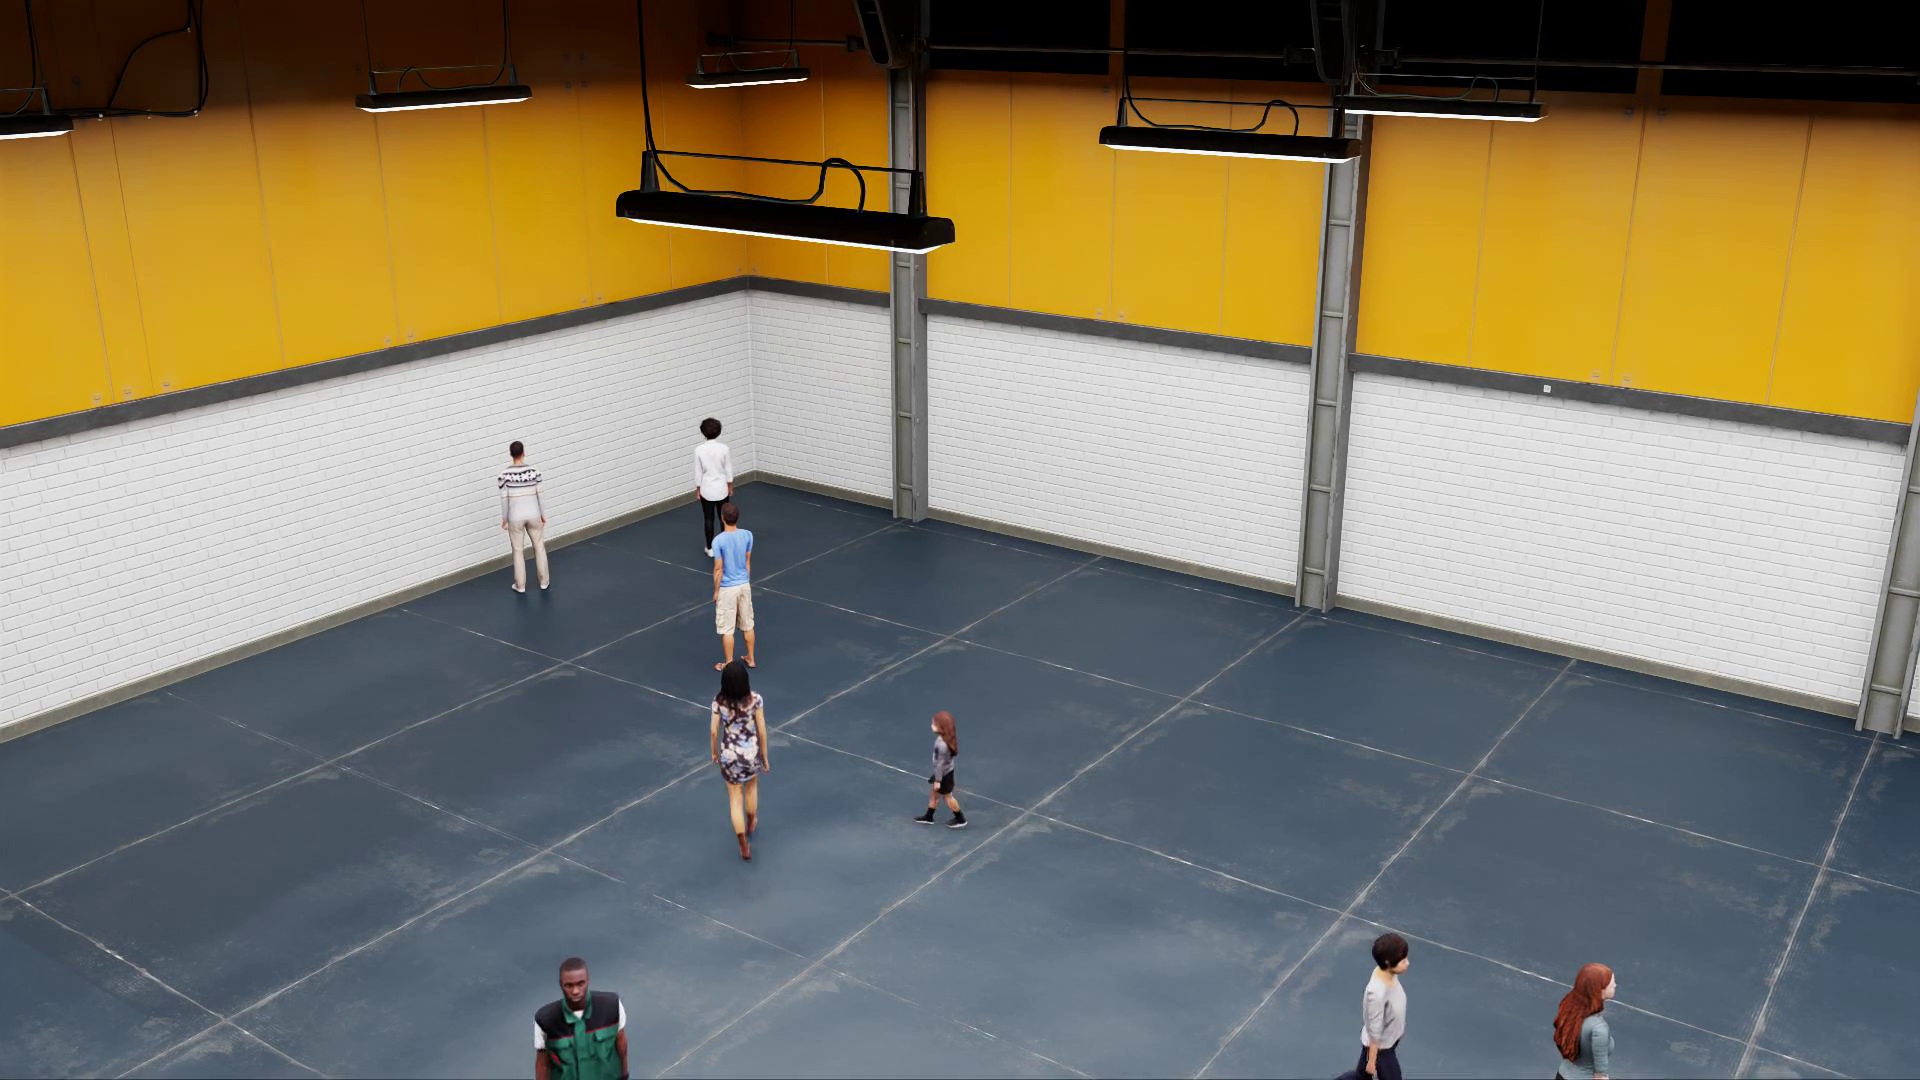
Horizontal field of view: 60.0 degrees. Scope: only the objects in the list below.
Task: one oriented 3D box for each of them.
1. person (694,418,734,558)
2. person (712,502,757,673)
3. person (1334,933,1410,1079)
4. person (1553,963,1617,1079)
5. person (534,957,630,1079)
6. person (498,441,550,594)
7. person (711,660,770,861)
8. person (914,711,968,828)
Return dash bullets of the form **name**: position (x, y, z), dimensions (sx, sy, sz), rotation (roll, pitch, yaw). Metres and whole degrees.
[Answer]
- **person**: position (-3.150, -0.680, 21.303), dimensions (0.711, 1.808, 0.760), rotation (-4, 19, -12)
- **person**: position (-2.404, 0.502, 17.707), dimensions (0.705, 1.864, 0.662), rotation (-15, 24, -37)
- **person**: position (2.552, 3.135, 10.418), dimensions (1.039, 1.526, 0.699), rotation (7, 20, 21)
- **person**: position (3.624, 3.248, 9.740), dimensions (0.727, 1.743, 0.668), rotation (-3, 19, -9)
- **person**: position (-2.215, 3.210, 9.773), dimensions (1.110, 1.796, 1.232), rotation (-6, 19, -16)
- **person**: position (-5.253, -0.283, 20.044), dimensions (0.771, 1.860, 0.768), rotation (-8, 20, -22)
- **person**: position (-1.837, 1.868, 13.890), dimensions (0.961, 1.711, 1.015), rotation (-3, 19, -8)
- **person**: position (-0.104, 2.004, 14.453), dimensions (0.779, 1.093, 0.683), rotation (0, 19, 0)
